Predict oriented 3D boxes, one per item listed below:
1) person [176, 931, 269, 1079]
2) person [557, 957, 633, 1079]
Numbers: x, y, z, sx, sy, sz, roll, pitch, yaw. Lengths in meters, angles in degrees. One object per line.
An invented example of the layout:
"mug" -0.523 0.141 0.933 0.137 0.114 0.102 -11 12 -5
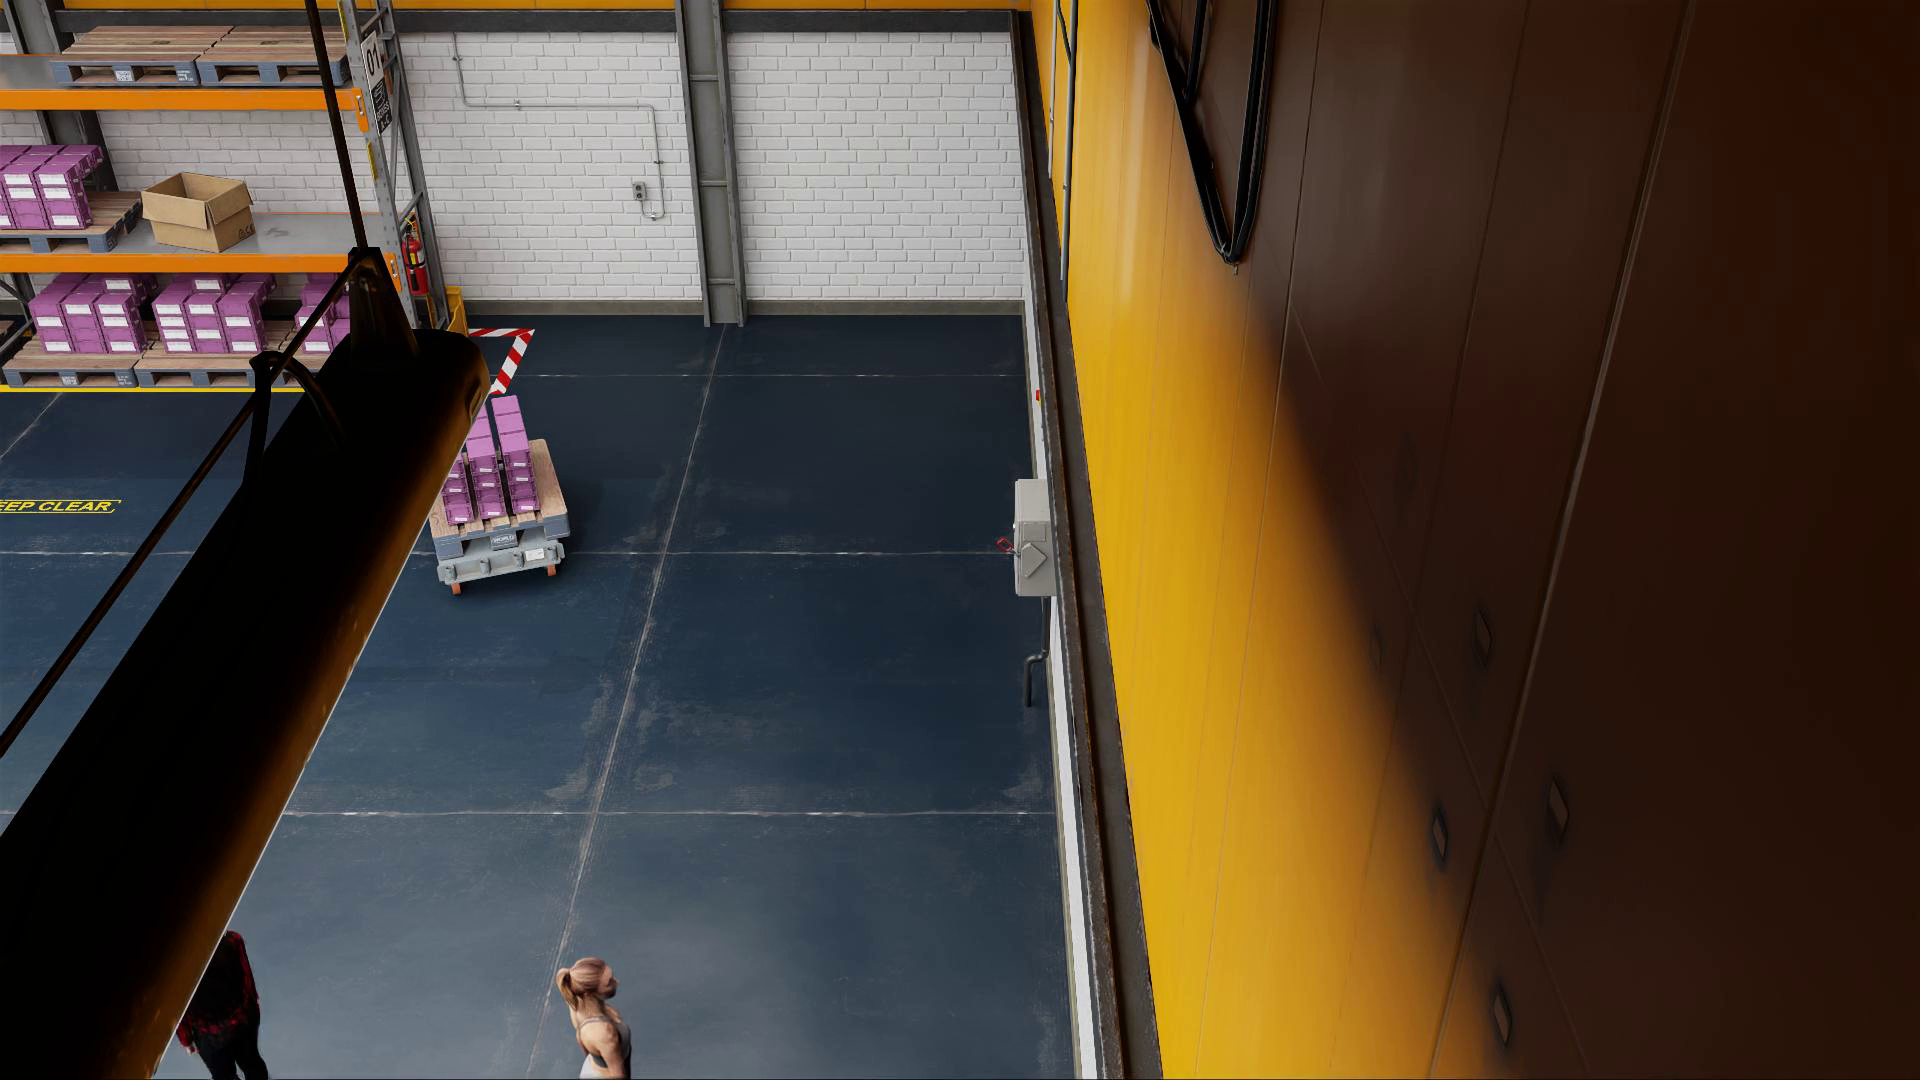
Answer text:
"person" -3.593 2.437 8.233 0.908 1.644 0.842 28 43 35
"person" -1.678 2.616 7.908 0.668 1.705 0.642 -21 39 -29
